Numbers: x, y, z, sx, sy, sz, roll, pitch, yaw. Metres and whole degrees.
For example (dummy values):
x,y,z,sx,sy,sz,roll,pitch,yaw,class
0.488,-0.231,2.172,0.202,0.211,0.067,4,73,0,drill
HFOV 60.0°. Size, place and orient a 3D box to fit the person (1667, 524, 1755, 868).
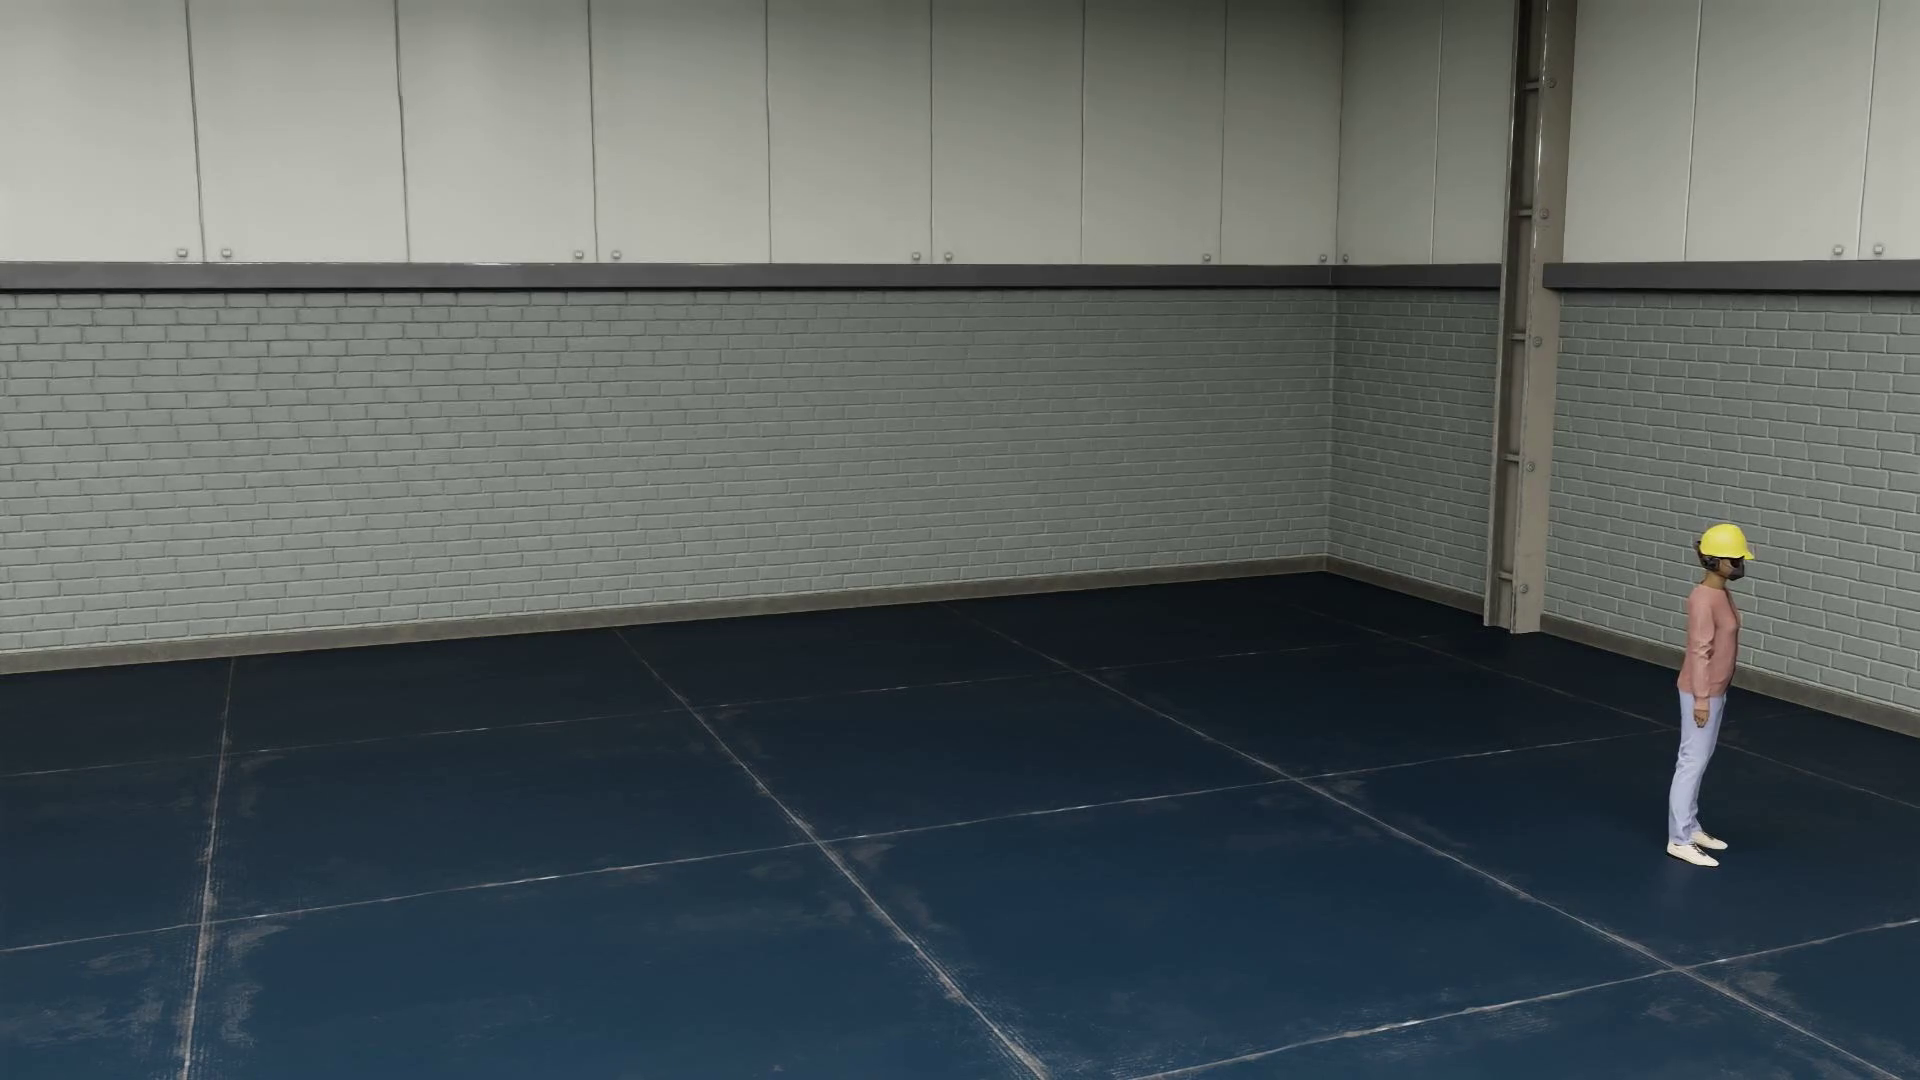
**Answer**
x,y,z,sx,sy,sz,roll,pitch,yaw,class
3.895,0.790,8.618,0.320,1.767,0.534,6,11,33,person
